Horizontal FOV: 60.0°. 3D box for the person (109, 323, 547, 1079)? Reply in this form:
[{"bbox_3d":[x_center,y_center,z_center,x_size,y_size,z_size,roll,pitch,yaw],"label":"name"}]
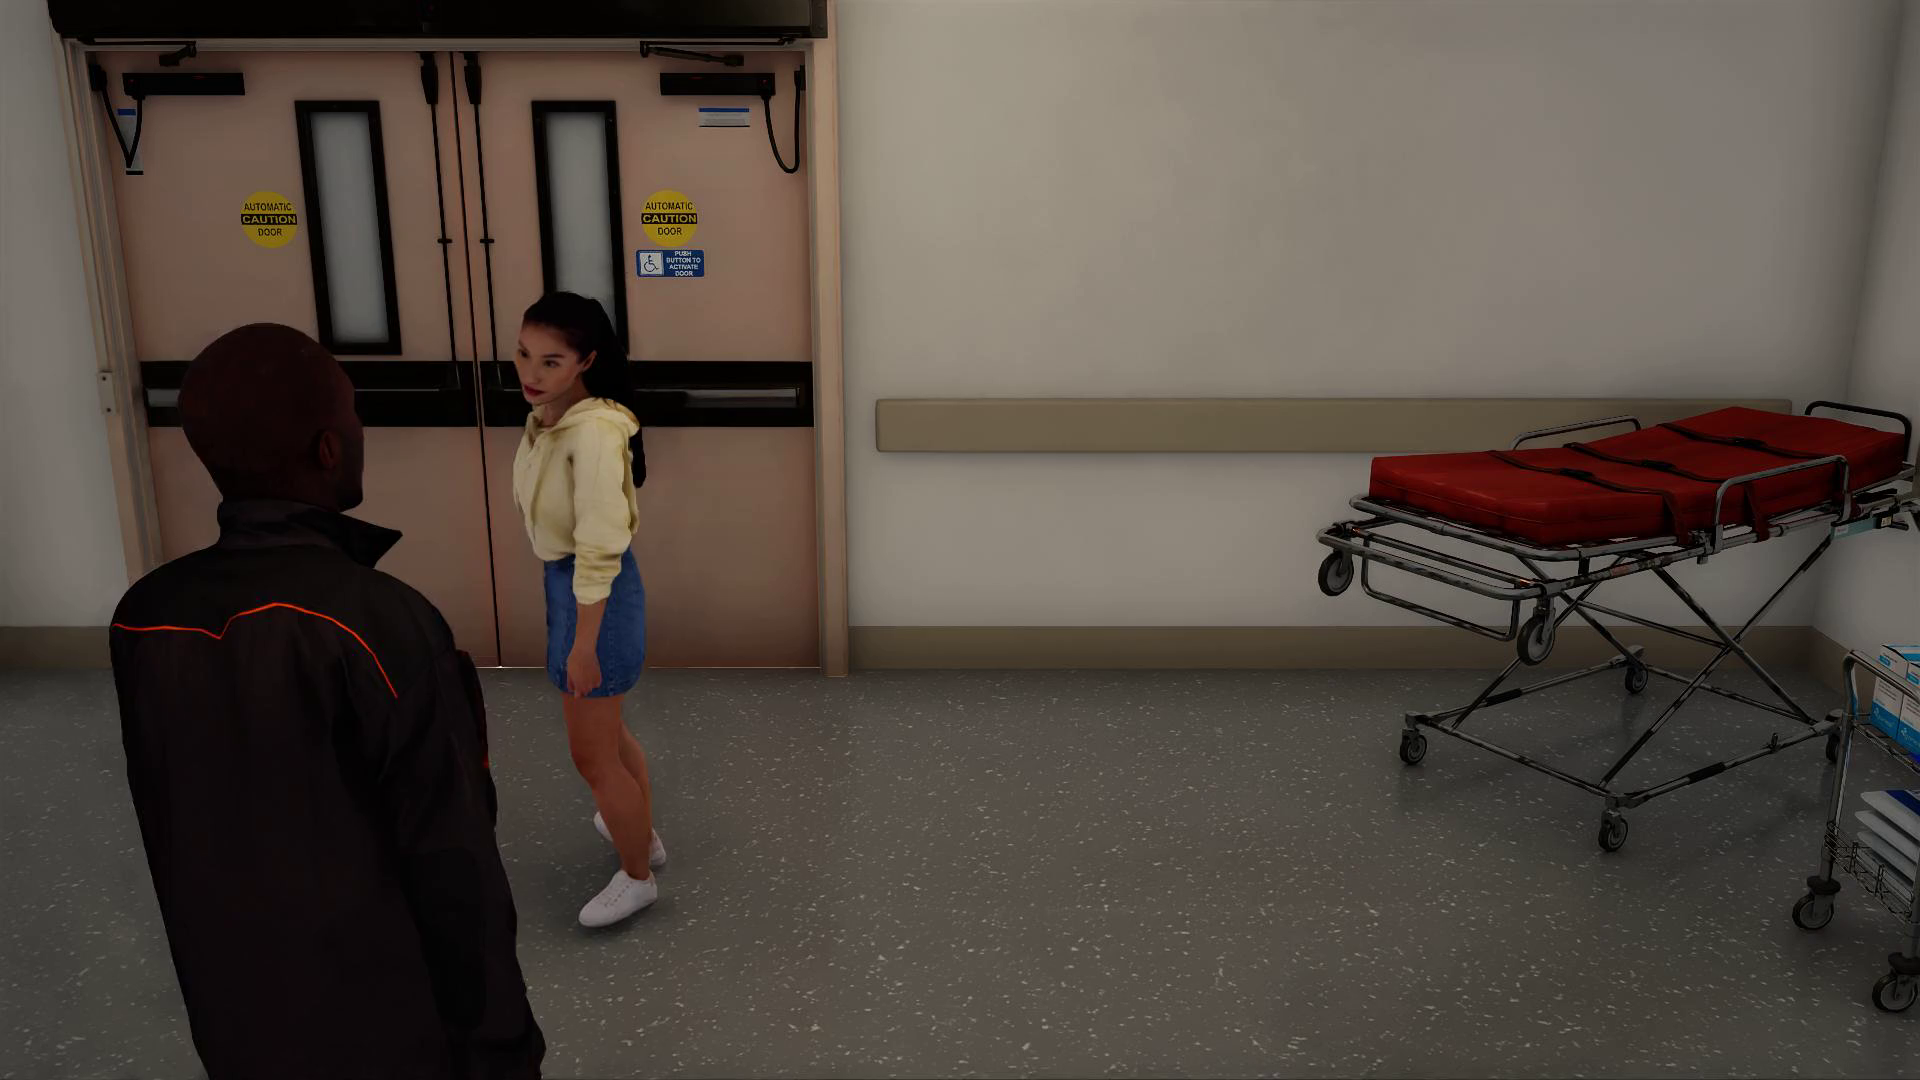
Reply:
[{"bbox_3d":[-0.805,0.653,2.055,0.875,1.814,0.975,6,17,21],"label":"person"}]

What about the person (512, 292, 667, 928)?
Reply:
[{"bbox_3d":[-0.886,0.173,4.153,0.924,1.599,0.691,-3,16,-10],"label":"person"}]
